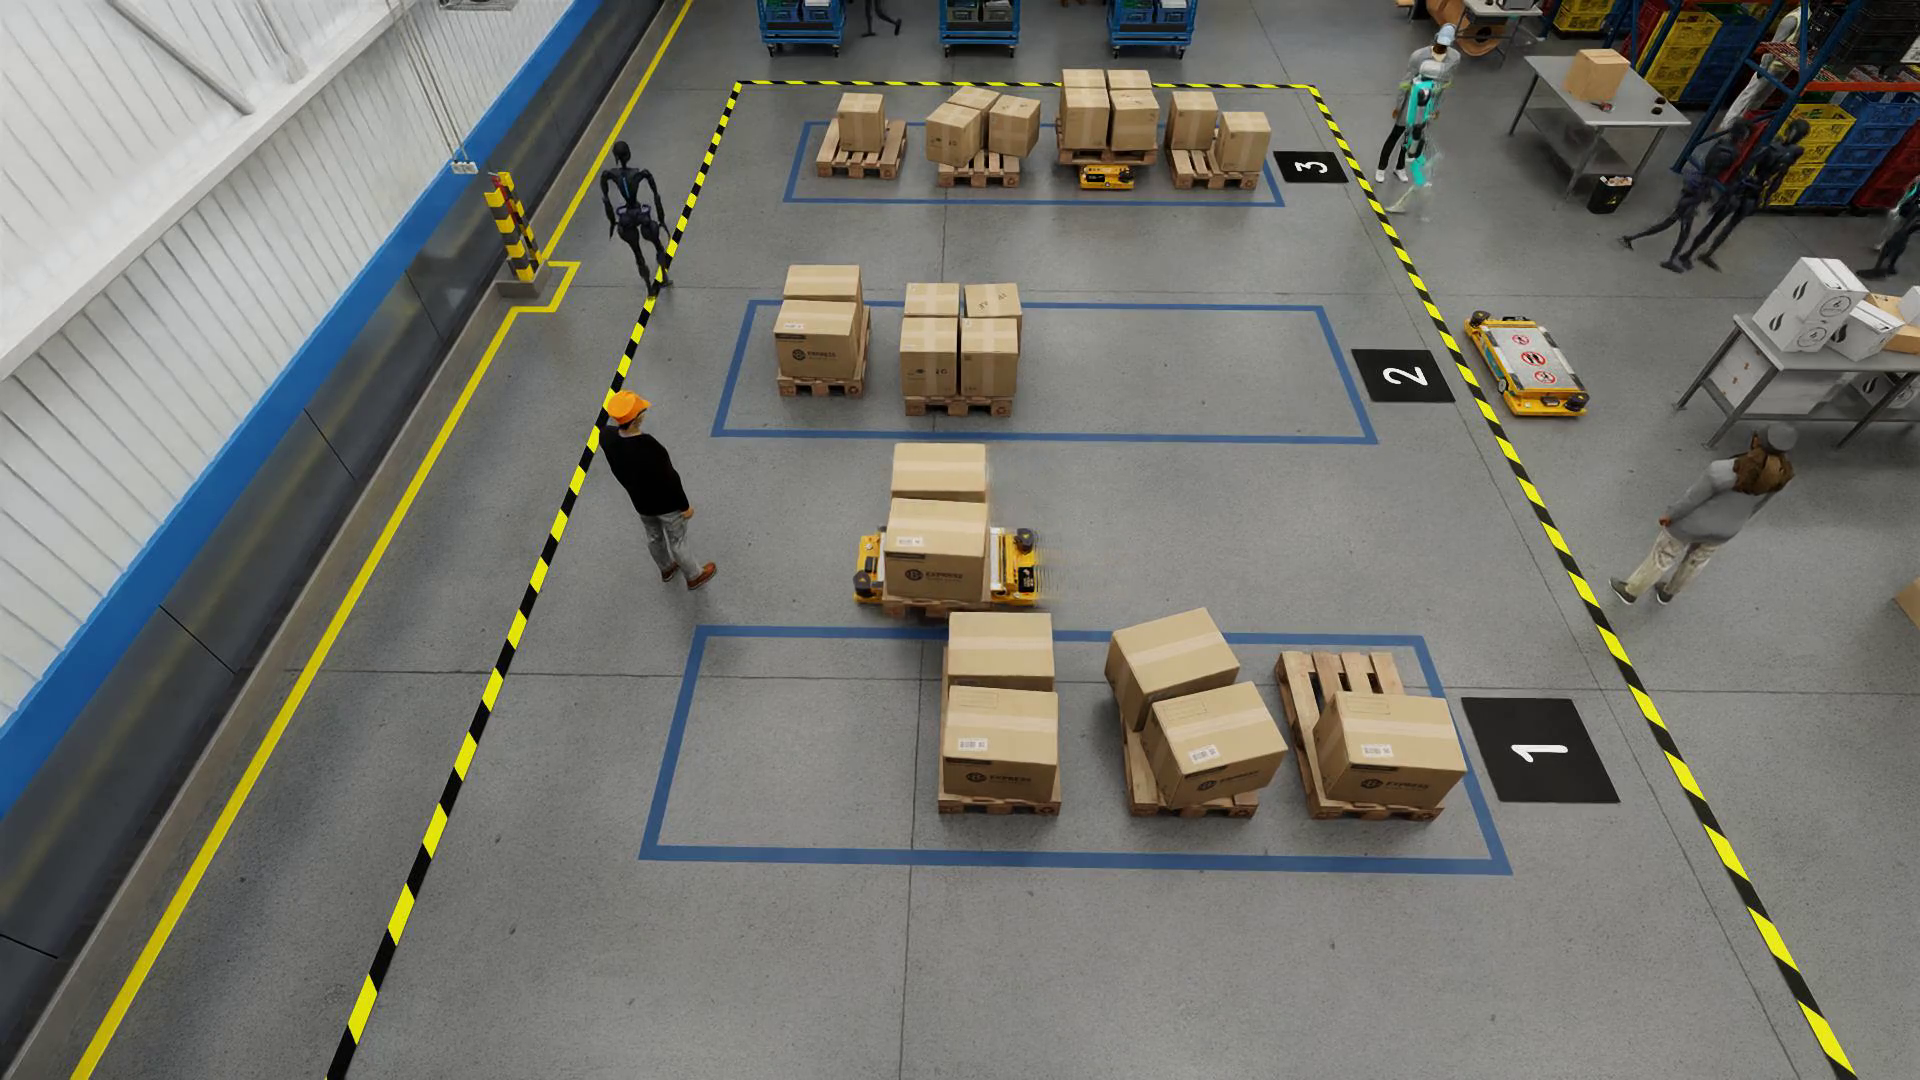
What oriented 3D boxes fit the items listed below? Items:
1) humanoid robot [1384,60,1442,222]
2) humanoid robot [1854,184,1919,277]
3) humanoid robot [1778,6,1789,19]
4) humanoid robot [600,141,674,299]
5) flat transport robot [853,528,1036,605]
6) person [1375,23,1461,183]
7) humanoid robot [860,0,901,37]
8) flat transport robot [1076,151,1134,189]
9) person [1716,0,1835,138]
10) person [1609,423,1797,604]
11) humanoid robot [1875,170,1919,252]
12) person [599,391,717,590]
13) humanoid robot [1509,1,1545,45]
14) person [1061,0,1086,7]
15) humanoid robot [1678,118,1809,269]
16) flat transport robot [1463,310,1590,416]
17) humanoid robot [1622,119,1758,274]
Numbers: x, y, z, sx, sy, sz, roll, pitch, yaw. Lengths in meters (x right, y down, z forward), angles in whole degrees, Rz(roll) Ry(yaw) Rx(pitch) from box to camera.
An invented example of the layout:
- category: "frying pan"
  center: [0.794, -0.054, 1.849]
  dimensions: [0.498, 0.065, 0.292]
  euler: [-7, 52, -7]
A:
- category: "humanoid robot"
  center: [5.314, -4.472, 10.506]
  dimensions: [0.761, 1.881, 0.544]
  euler: [10, 50, 8]
- category: "humanoid robot"
  center: [10.241, -3.540, 9.668]
  dimensions: [0.498, 1.637, 0.602]
  euler: [12, 50, 10]
- category: "humanoid robot"
  center: [12.307, -7.946, 13.475]
  dimensions: [0.603, 1.659, 0.314]
  euler: [-34, 57, -26]
- category: "humanoid robot"
  center: [-3.334, -3.272, 9.439]
  dimensions: [0.616, 1.644, 0.415]
  euler: [-7, 50, -6]
- category: "flat transport robot"
  center: [-0.113, 0.197, 7.344]
  dimensions: [1.431, 0.197, 0.652]
  euler: [1, 49, 1]
- category: "person"
  center: [5.513, -5.211, 10.999]
  dimensions: [0.589, 1.848, 0.405]
  euler: [0, 49, 0]
- category: "humanoid robot"
  center: [-1.270, -8.628, 14.079]
  dimensions: [0.620, 1.631, 0.609]
  euler: [-17, 51, -14]
- category: "flat transport robot"
  center: [1.845, -4.982, 11.827]
  dimensions: [0.652, 0.197, 1.431]
  euler: [1, 49, 1]
- category: "person"
  center: [10.567, -6.136, 11.812]
  dimensions: [0.622, 1.835, 0.431]
  euler: [-14, 51, -12]
- category: "person"
  center: [5.419, -0.144, 6.664]
  dimensions: [0.564, 1.769, 0.395]
  euler: [3, 49, 2]
- category: "humanoid robot"
  center: [10.619, -3.871, 9.951]
  dimensions: [0.846, 1.813, 0.540]
  euler: [-26, 54, -21]
- category: "person"
  center: [-2.236, -0.327, 6.752]
  dimensions: [0.585, 1.881, 0.373]
  euler: [19, 52, 16]
- category: "humanoid robot"
  center: [8.585, -8.364, 13.797]
  dimensions: [1.026, 1.730, 0.538]
  euler: [17, 51, 14]
- category: "person"
  center: [1.936, -9.768, 14.887]
  dimensions: [0.627, 1.936, 0.377]
  euler: [-10, 50, -9]
- category: "humanoid robot"
  center: [8.387, -3.674, 9.781]
  dimensions: [0.614, 1.654, 0.331]
  euler: [-4, 49, -4]
- category: "flat transport robot"
  center: [5.573, -1.757, 9.054]
  dimensions: [0.659, 0.231, 1.431]
  euler: [1, 49, 1]
- category: "humanoid robot"
  center: [7.894, -3.762, 9.897]
  dimensions: [0.591, 1.643, 0.731]
  euler: [-35, 58, -27]
